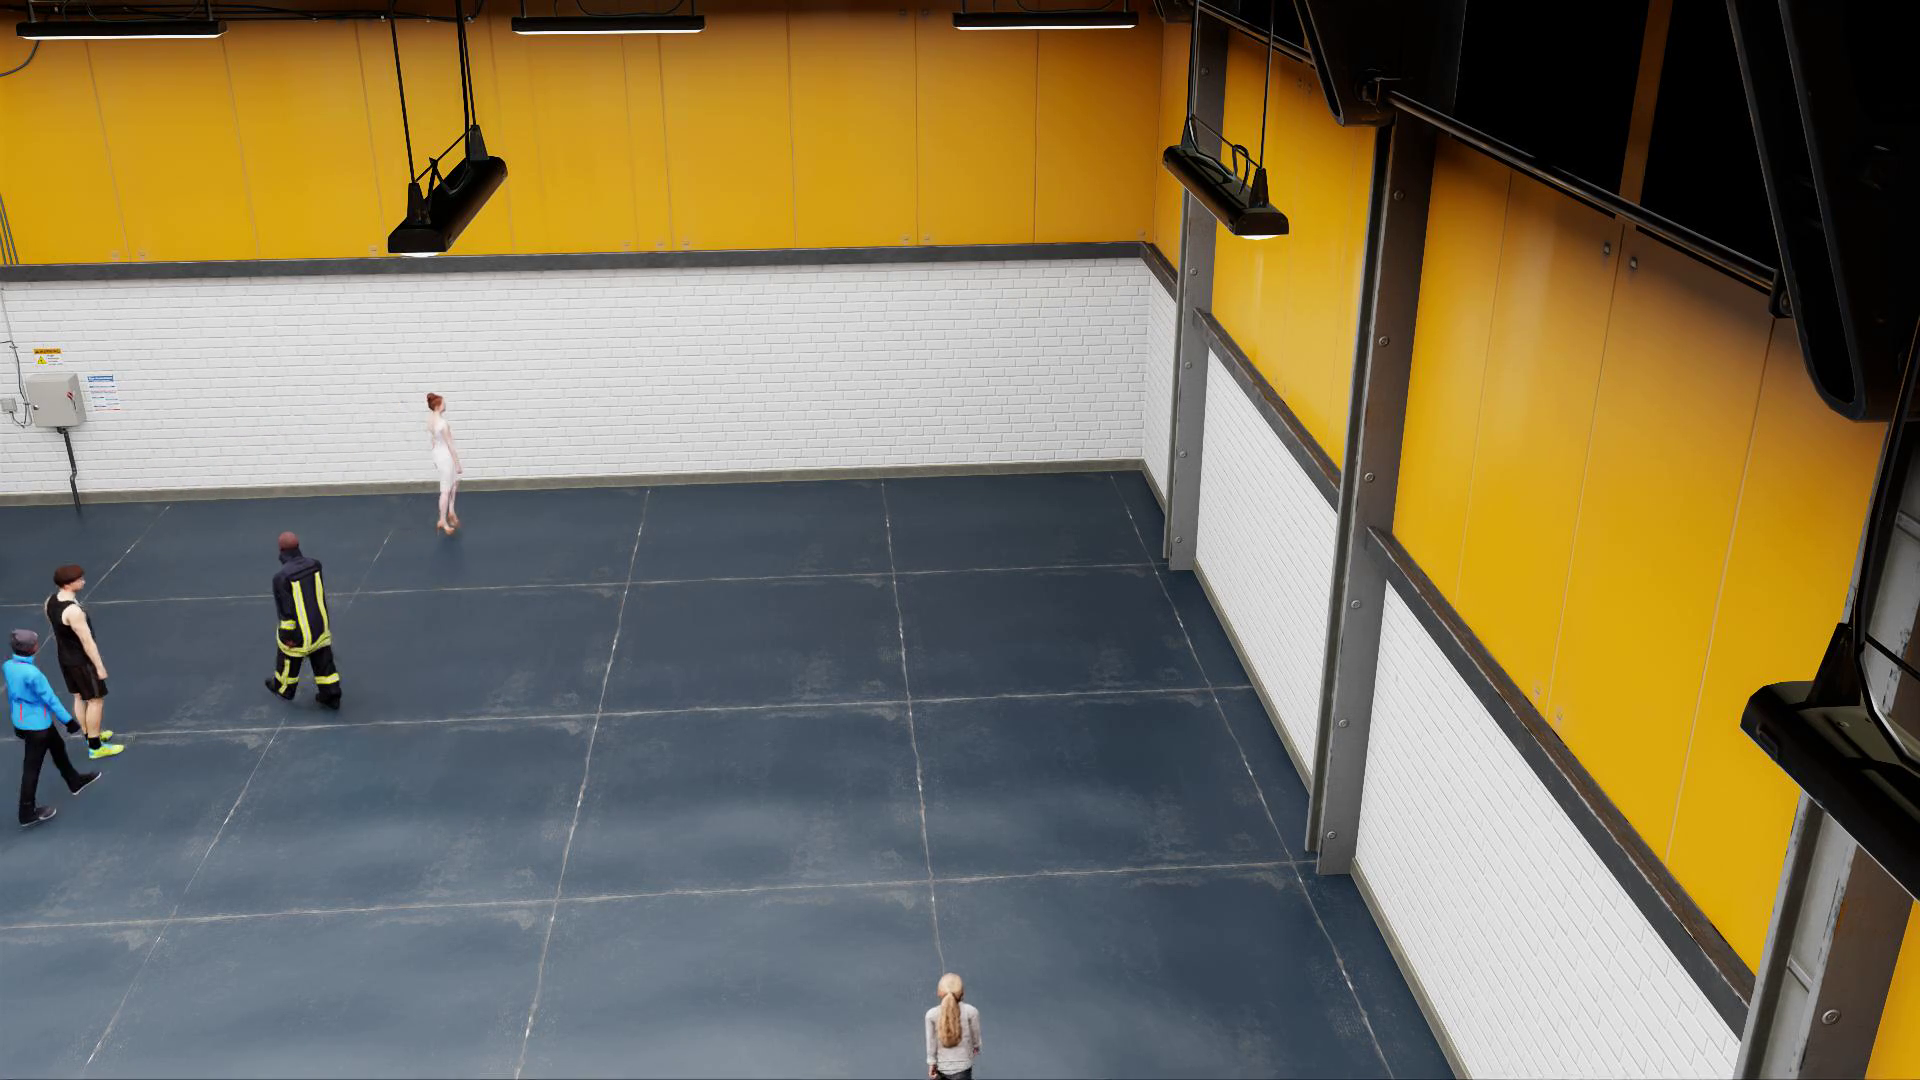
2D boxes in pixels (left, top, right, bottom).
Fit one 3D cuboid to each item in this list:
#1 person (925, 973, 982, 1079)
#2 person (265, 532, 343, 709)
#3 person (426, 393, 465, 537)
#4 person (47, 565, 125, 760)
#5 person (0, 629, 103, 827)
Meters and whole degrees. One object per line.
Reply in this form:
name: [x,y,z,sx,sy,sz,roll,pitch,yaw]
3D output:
person: [-0.038,3.362,10.637,0.574,1.241,0.898,1,24,2]
person: [-6.184,0.793,15.830,1.168,1.789,1.174,12,26,26]
person: [-6.188,-0.870,19.646,0.788,1.780,0.723,-18,30,-36]
person: [-7.981,1.069,15.086,0.797,1.879,0.834,10,26,22]
person: [-7.877,1.616,13.990,1.014,1.756,1.116,15,28,31]
